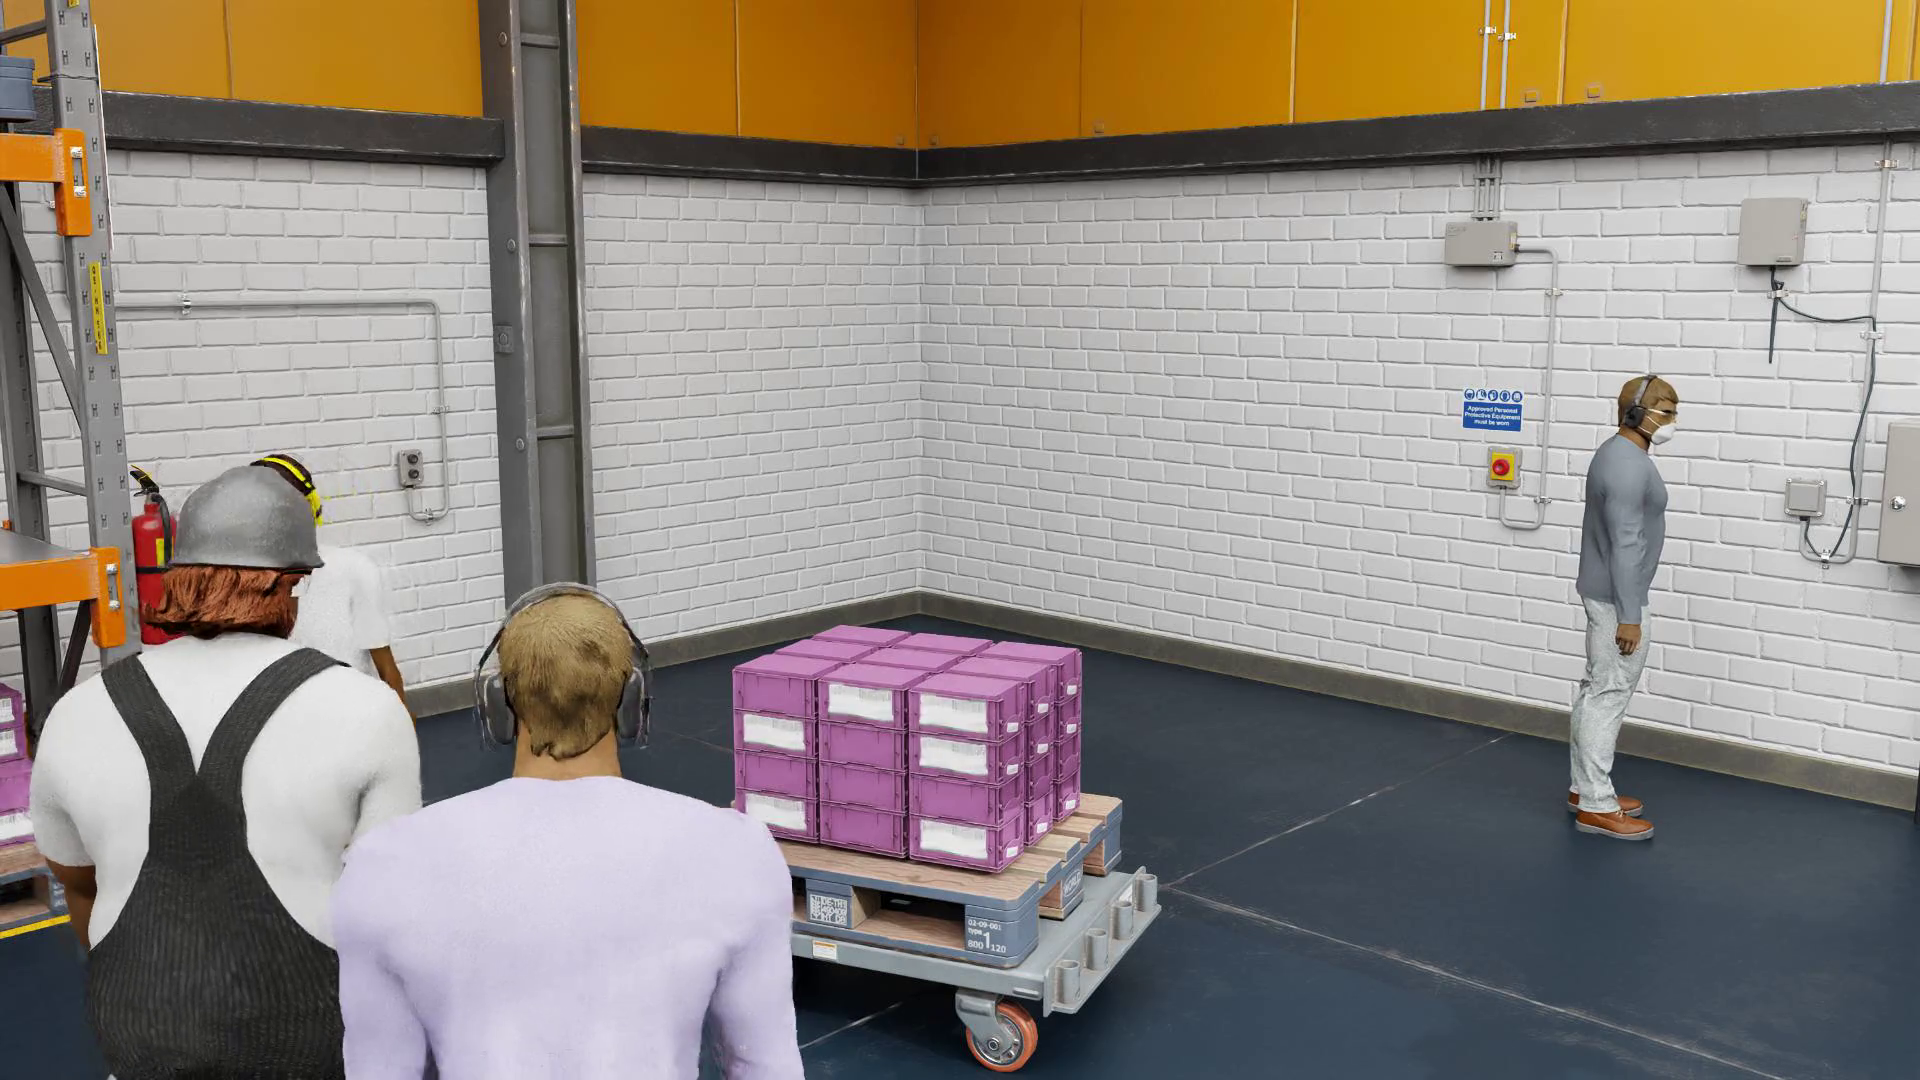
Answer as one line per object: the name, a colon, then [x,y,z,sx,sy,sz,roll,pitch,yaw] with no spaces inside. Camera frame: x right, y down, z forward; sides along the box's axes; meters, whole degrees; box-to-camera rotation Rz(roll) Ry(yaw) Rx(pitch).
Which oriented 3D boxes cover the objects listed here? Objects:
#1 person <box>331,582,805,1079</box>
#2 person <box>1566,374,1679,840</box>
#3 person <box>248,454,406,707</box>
person: [-0.551,1.011,2.479,0.645,1.922,0.478,-1,9,-5]
person: [2.775,0.268,6.995,0.355,1.933,0.633,3,10,16]
person: [-1.858,0.632,5.058,0.579,1.836,0.736,2,9,13]
